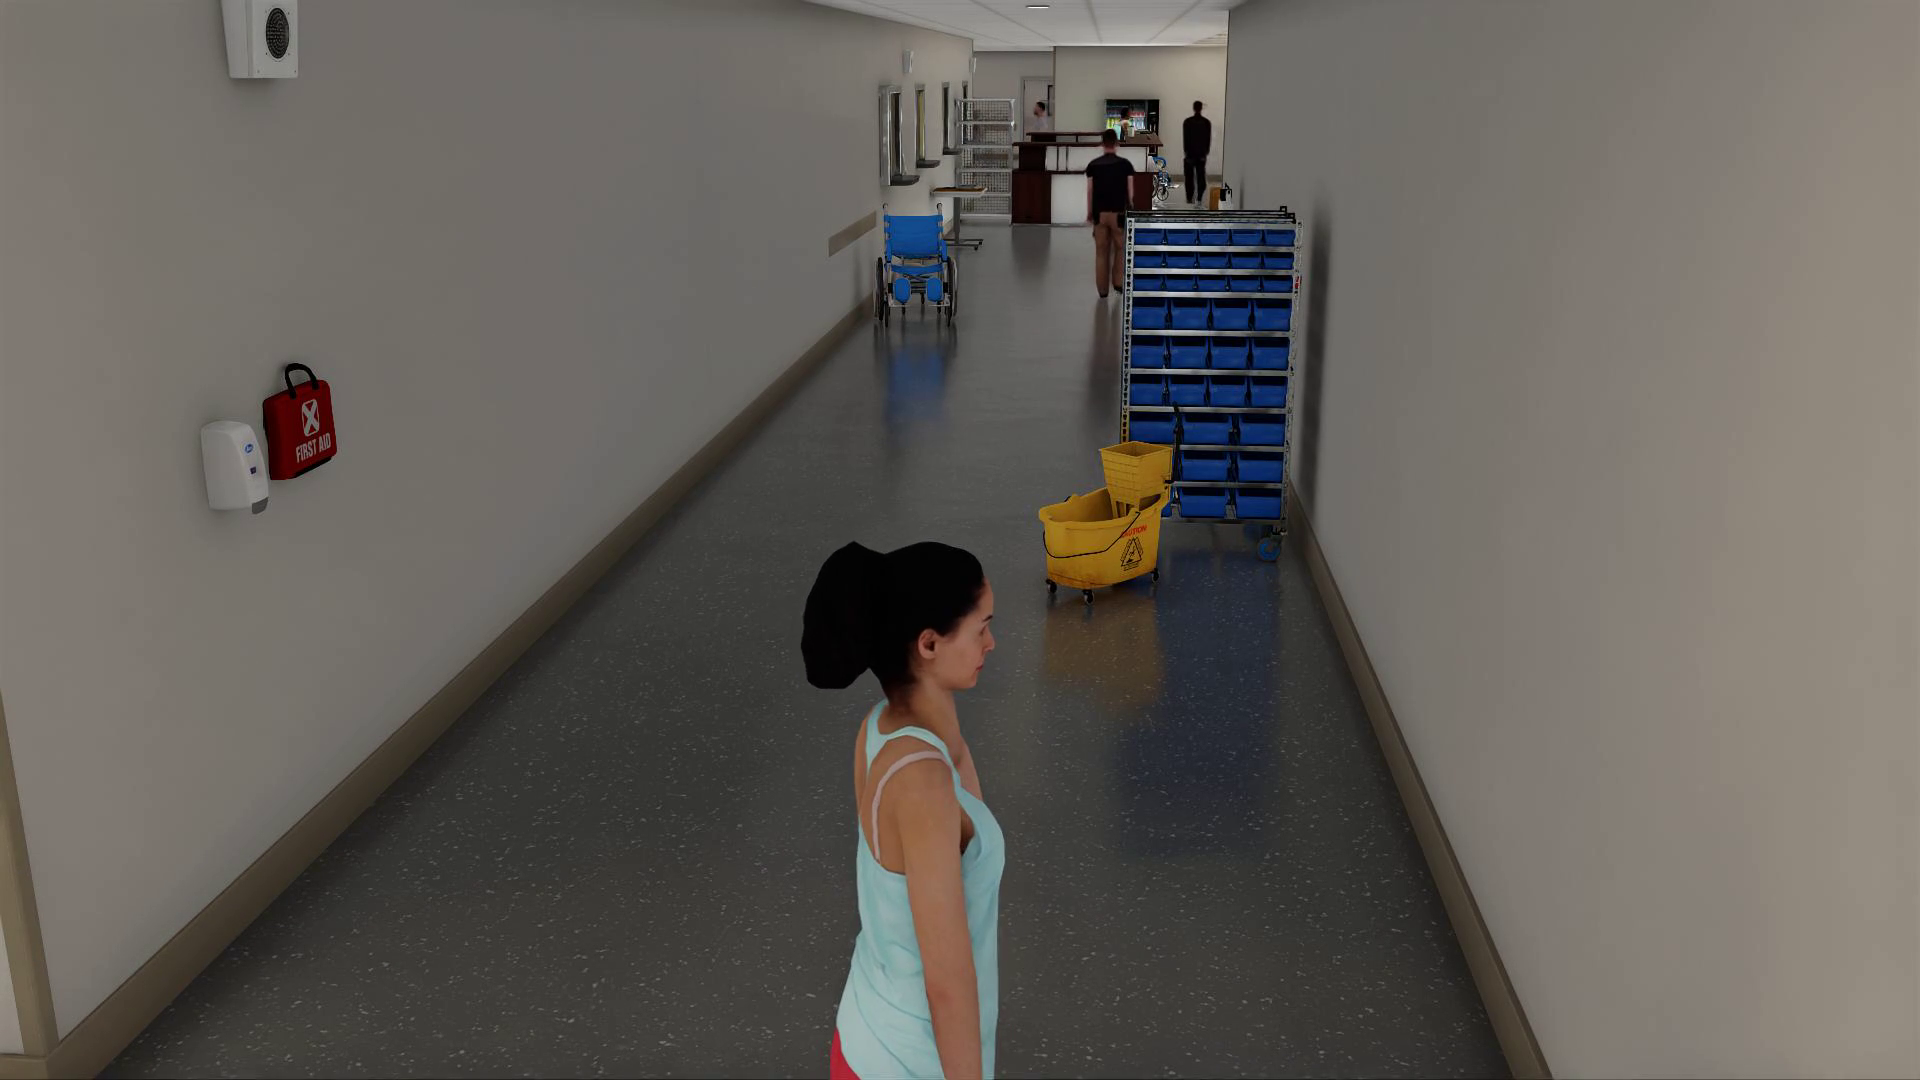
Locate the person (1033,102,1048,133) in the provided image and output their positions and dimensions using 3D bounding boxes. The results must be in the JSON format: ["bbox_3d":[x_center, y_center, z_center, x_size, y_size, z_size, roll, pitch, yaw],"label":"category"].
[{"bbox_3d":[1.702,-8.068,34.252,1.125,1.817,0.766,3,16,10],"label":"person"}]

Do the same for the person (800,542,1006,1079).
[{"bbox_3d":[-0.063,0.851,2.697,0.665,1.774,0.660,-3,16,-12],"label":"person"}]

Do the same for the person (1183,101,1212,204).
[{"bbox_3d":[4.480,-7.319,31.469,1.093,1.885,0.755,1,16,4],"label":"person"}]

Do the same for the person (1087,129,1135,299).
[{"bbox_3d":[1.644,-3.582,18.326,0.614,1.825,0.783,3,16,12],"label":"person"}]

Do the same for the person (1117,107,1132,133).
[{"bbox_3d":[3.557,-8.645,36.576,1.083,1.667,0.855,-4,16,-13],"label":"person"}]
